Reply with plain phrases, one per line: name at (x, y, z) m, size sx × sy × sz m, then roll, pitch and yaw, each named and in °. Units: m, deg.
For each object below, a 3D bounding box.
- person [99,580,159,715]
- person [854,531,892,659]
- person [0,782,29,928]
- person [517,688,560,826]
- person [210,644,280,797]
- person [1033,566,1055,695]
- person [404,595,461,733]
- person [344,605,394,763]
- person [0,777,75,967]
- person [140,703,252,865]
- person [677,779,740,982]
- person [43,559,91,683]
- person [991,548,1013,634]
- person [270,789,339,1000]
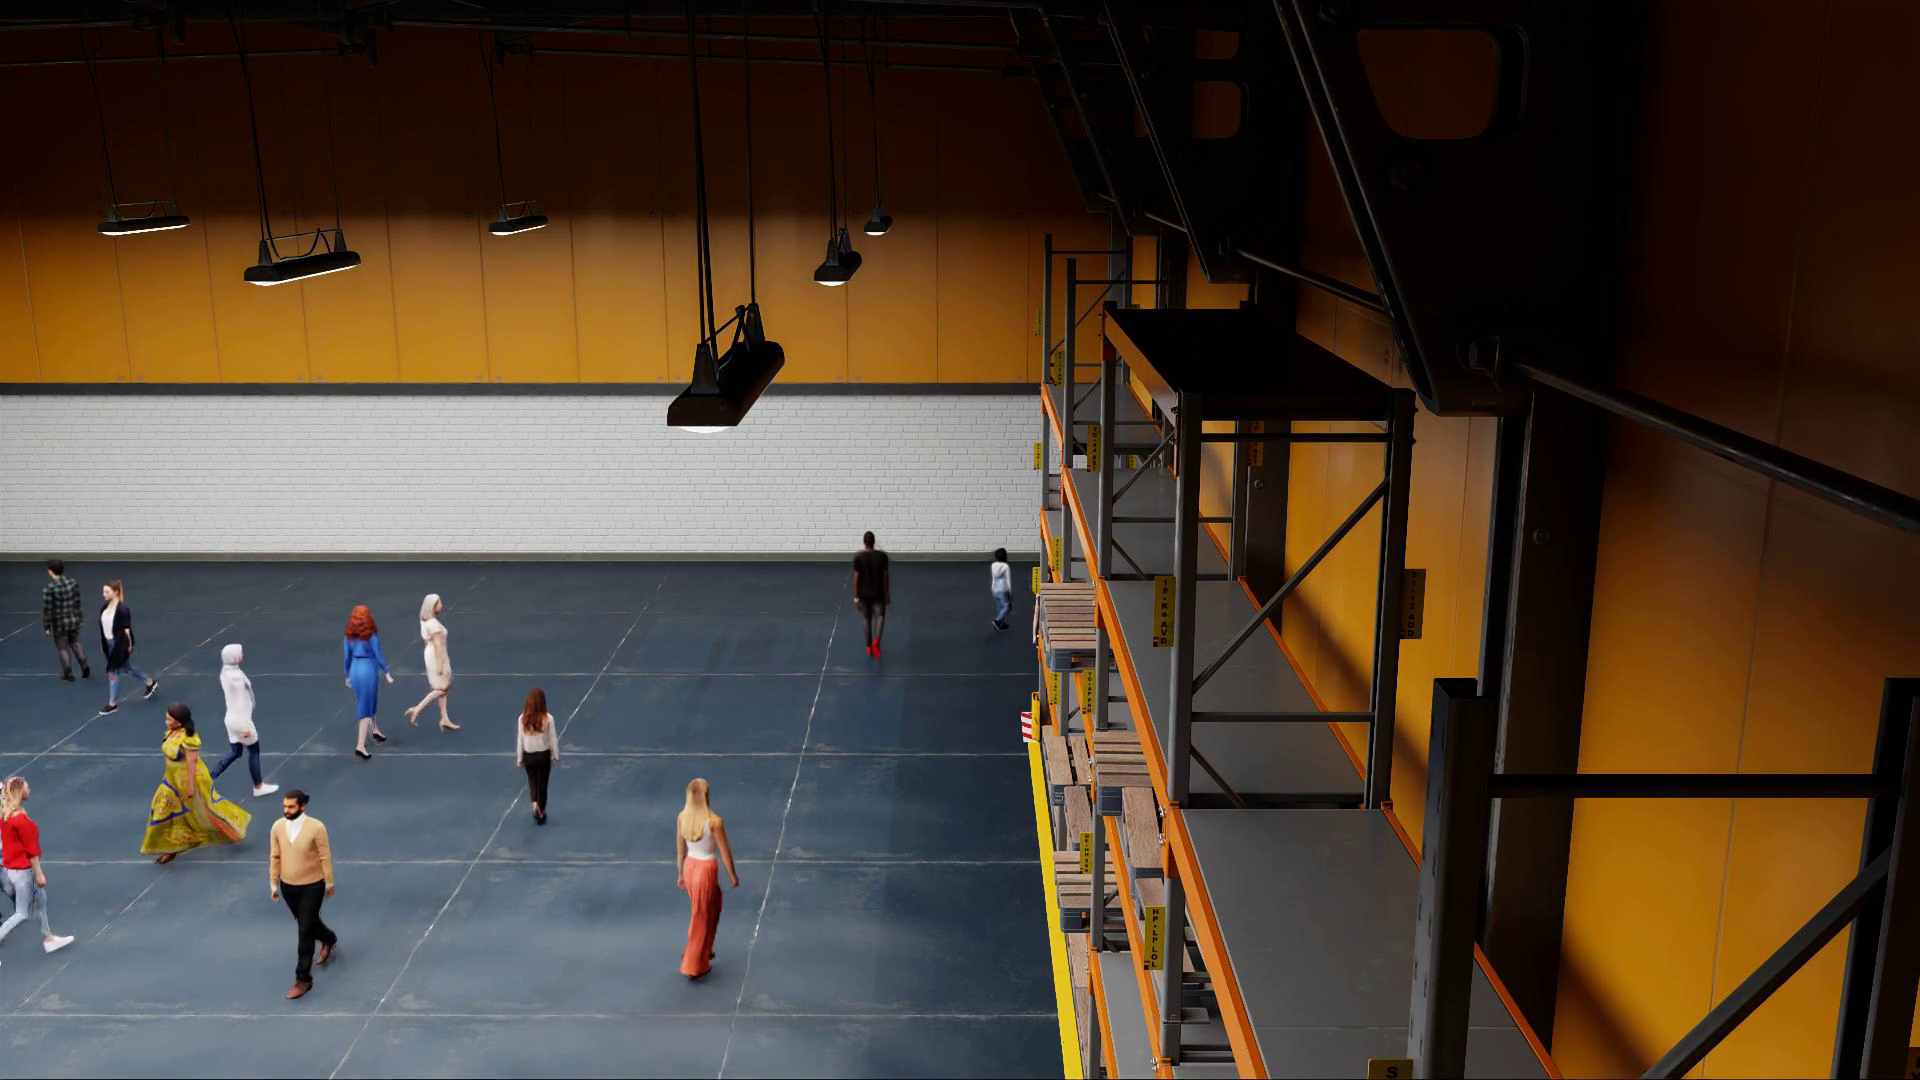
person at (-10.549, 1.325, 21.004) m, size 0.957 × 1.652 × 1.196 m, roll 7°, pitch 15°, yaw 27°
person at (-1.207, 0.785, 22.936) m, size 0.649 × 1.790 × 0.949 m, roll 0°, pitch 14°, yaw -1°
person at (-8.665, 2.725, 14.865) m, size 0.829 × 1.819 × 0.937 m, roll -6°, pitch 15°, yaw -22°
person at (-4.434, 2.289, 17.396) m, size 0.582 × 1.475 × 0.529 m, roll -1°, pitch 14°, yaw -4°
person at (-7.879, 2.005, 17.981) m, size 1.100 × 1.753 × 1.058 m, roll -12°, pitch 18°, yaw -41°
person at (1.169, 1.175, 21.432) m, size 0.674 × 1.742 × 0.698 m, roll 9°, pitch 16°, yaw 33°
person at (-6.395, 1.526, 20.030) m, size 0.928 × 1.719 × 0.930 m, roll -9°, pitch 16°, yaw -32°
person at (-6.932, 1.684, 19.201) m, size 0.839 × 1.801 × 1.018 m, roll 6°, pitch 15°, yaw 22°
person at (-8.203, 2.901, 14.419) m, size 1.024 × 1.687 × 1.121 m, roll 11°, pitch 18°, yaw 39°
person at (-7.630, 2.399, 16.631) m, size 1.282 × 1.621 × 1.416 m, roll 11°, pitch 17°, yaw 37°
person at (-2.253, 2.919, 14.130) m, size 0.871 × 1.787 × 0.959 m, roll 10°, pitch 17°, yaw 35°
person at (-11.839, 1.082, 22.065) m, size 0.881 × 1.704 × 0.829 m, roll 8°, pitch 16°, yaw 31°
person at (0.584, 0.748, 24.234) m, size 0.702 × 1.252 × 0.779 m, roll 11°, pitch 18°, yaw 39°
person at (-5.572, 2.929, 14.220) m, size 0.814 × 1.727 × 1.215 m, roll 3°, pitch 14°, yaw 11°
